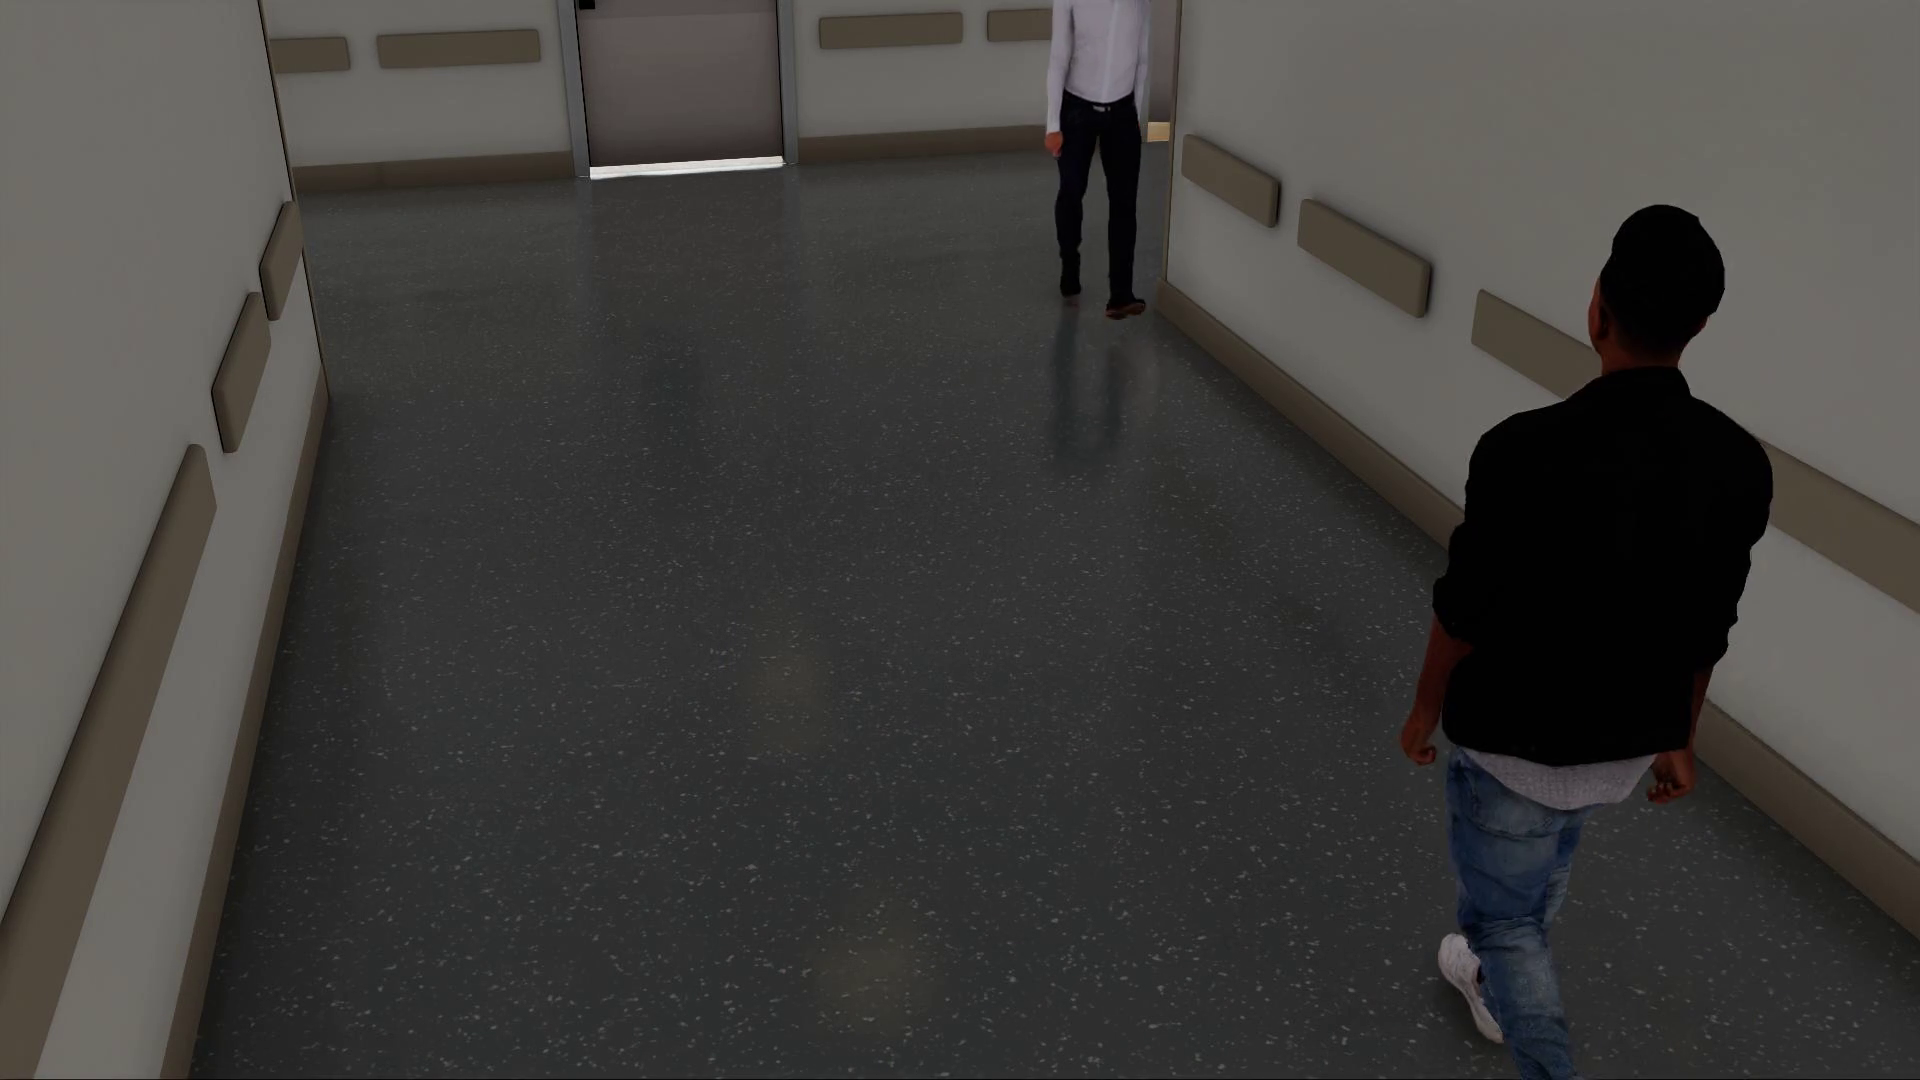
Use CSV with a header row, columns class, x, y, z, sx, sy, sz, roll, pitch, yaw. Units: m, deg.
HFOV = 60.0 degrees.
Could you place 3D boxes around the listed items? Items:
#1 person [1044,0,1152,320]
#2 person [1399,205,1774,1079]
class,x,y,z,sx,sy,sz,roll,pitch,yaw
person,0.609,-1.973,7.714,1.173,1.818,0.801,-4,26,-7
person,1.091,0.356,2.927,1.061,1.780,0.800,-5,26,-10
